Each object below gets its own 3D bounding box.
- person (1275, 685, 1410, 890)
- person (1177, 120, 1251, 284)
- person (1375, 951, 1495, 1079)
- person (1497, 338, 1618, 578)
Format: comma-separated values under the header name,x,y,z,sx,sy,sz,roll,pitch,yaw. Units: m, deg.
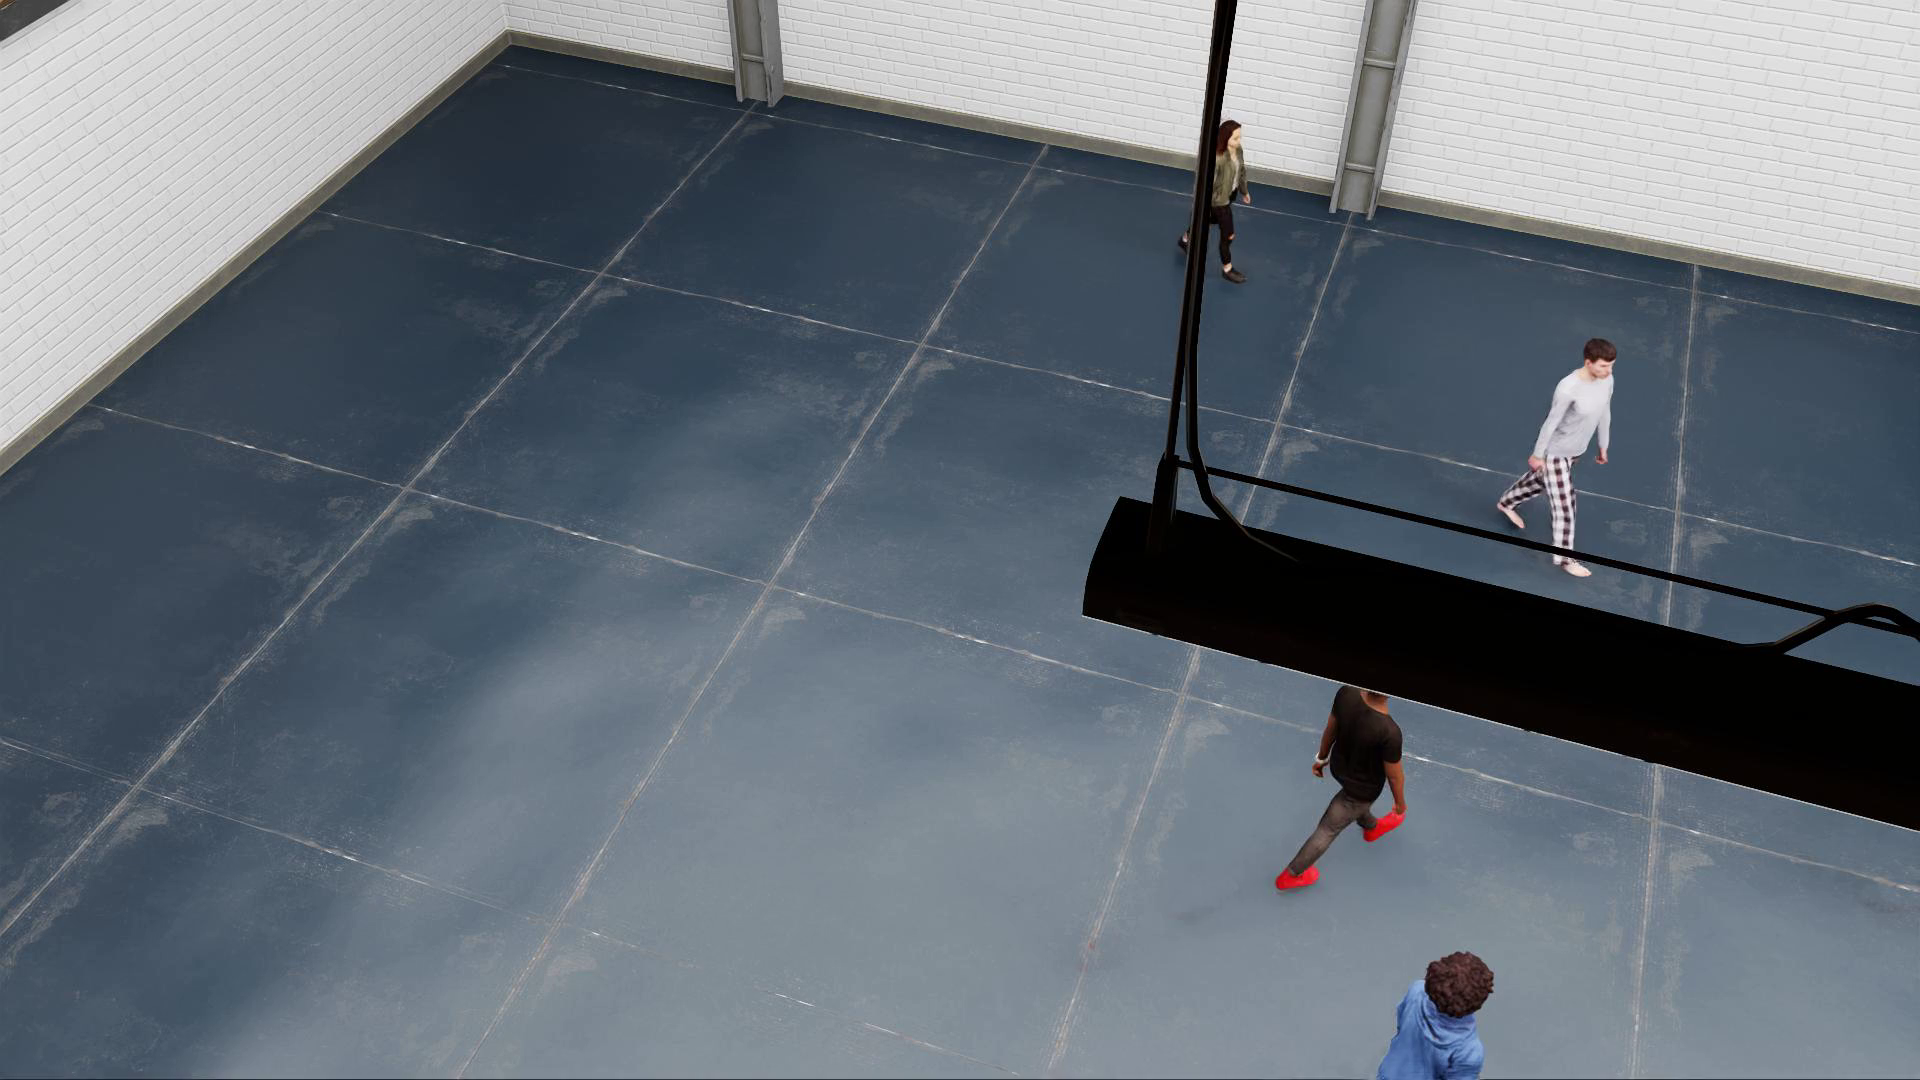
name,x,y,z,sx,sy,sz,roll,pitch,yaw
person,2.153,1.374,9.385,1.243,1.759,1.210,-20,47,-19
person,2.154,-2.929,14.128,1.040,1.447,0.746,26,49,24
person,2.172,2.637,8.053,1.212,1.768,1.227,-24,48,-23
person,4.124,-0.680,11.514,1.094,1.796,1.227,-23,48,-22
